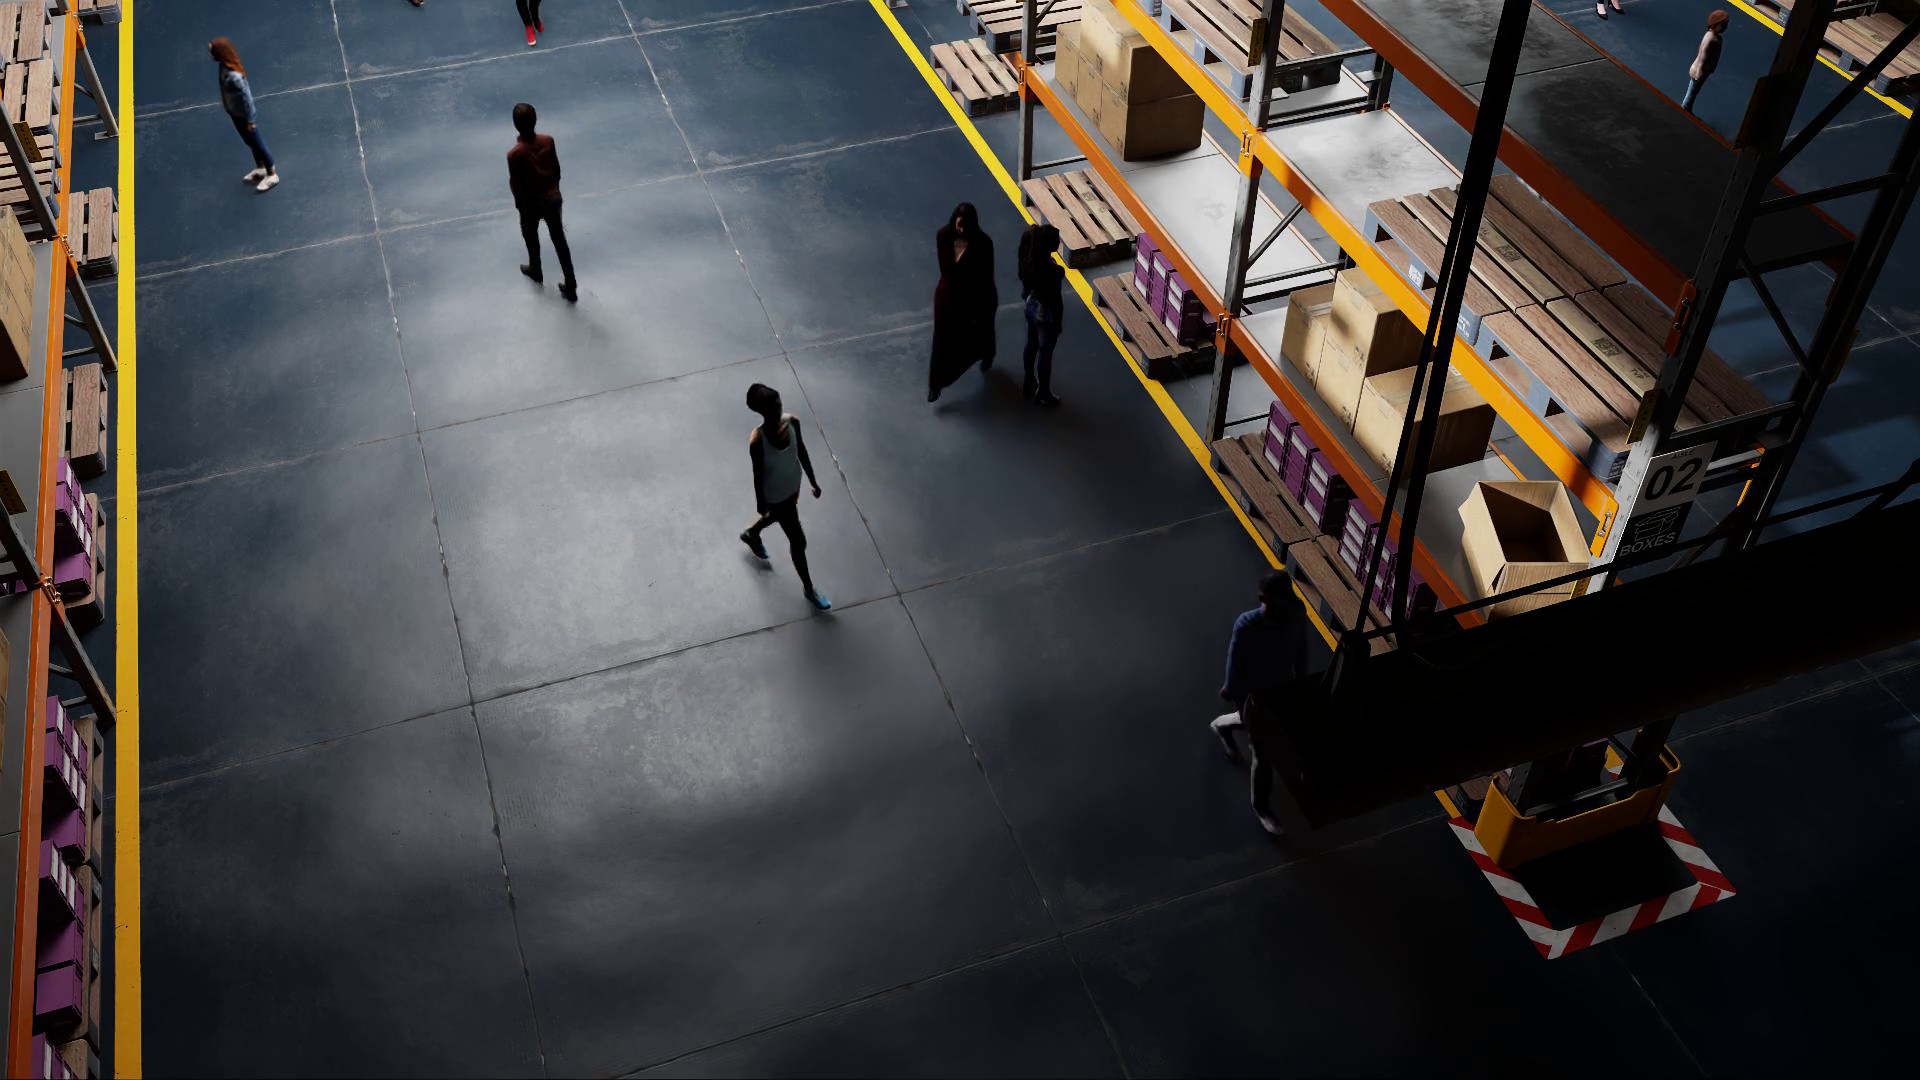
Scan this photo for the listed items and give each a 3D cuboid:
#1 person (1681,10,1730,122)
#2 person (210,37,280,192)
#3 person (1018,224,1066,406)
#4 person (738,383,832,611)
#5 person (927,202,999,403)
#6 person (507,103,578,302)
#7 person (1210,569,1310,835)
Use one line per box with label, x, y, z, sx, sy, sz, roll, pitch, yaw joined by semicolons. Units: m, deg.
person;7.220;-4.589;16.173;0.594;1.194;0.555;27;50;25
person;-6.581;-3.939;15.286;0.689;1.477;0.554;-31;52;-29
person;0.640;-1.755;12.891;0.710;1.617;0.540;-22;48;-21
person;-1.271;-0.372;11.359;1.241;1.729;0.994;30;51;27
person;0.098;-1.937;13.023;1.056;1.699;1.140;16;46;16
person;-3.430;-2.758;13.845;0.886;1.755;1.033;-33;53;-30
person;1.792;0.817;10.014;0.793;1.863;1.175;-22;48;-22
